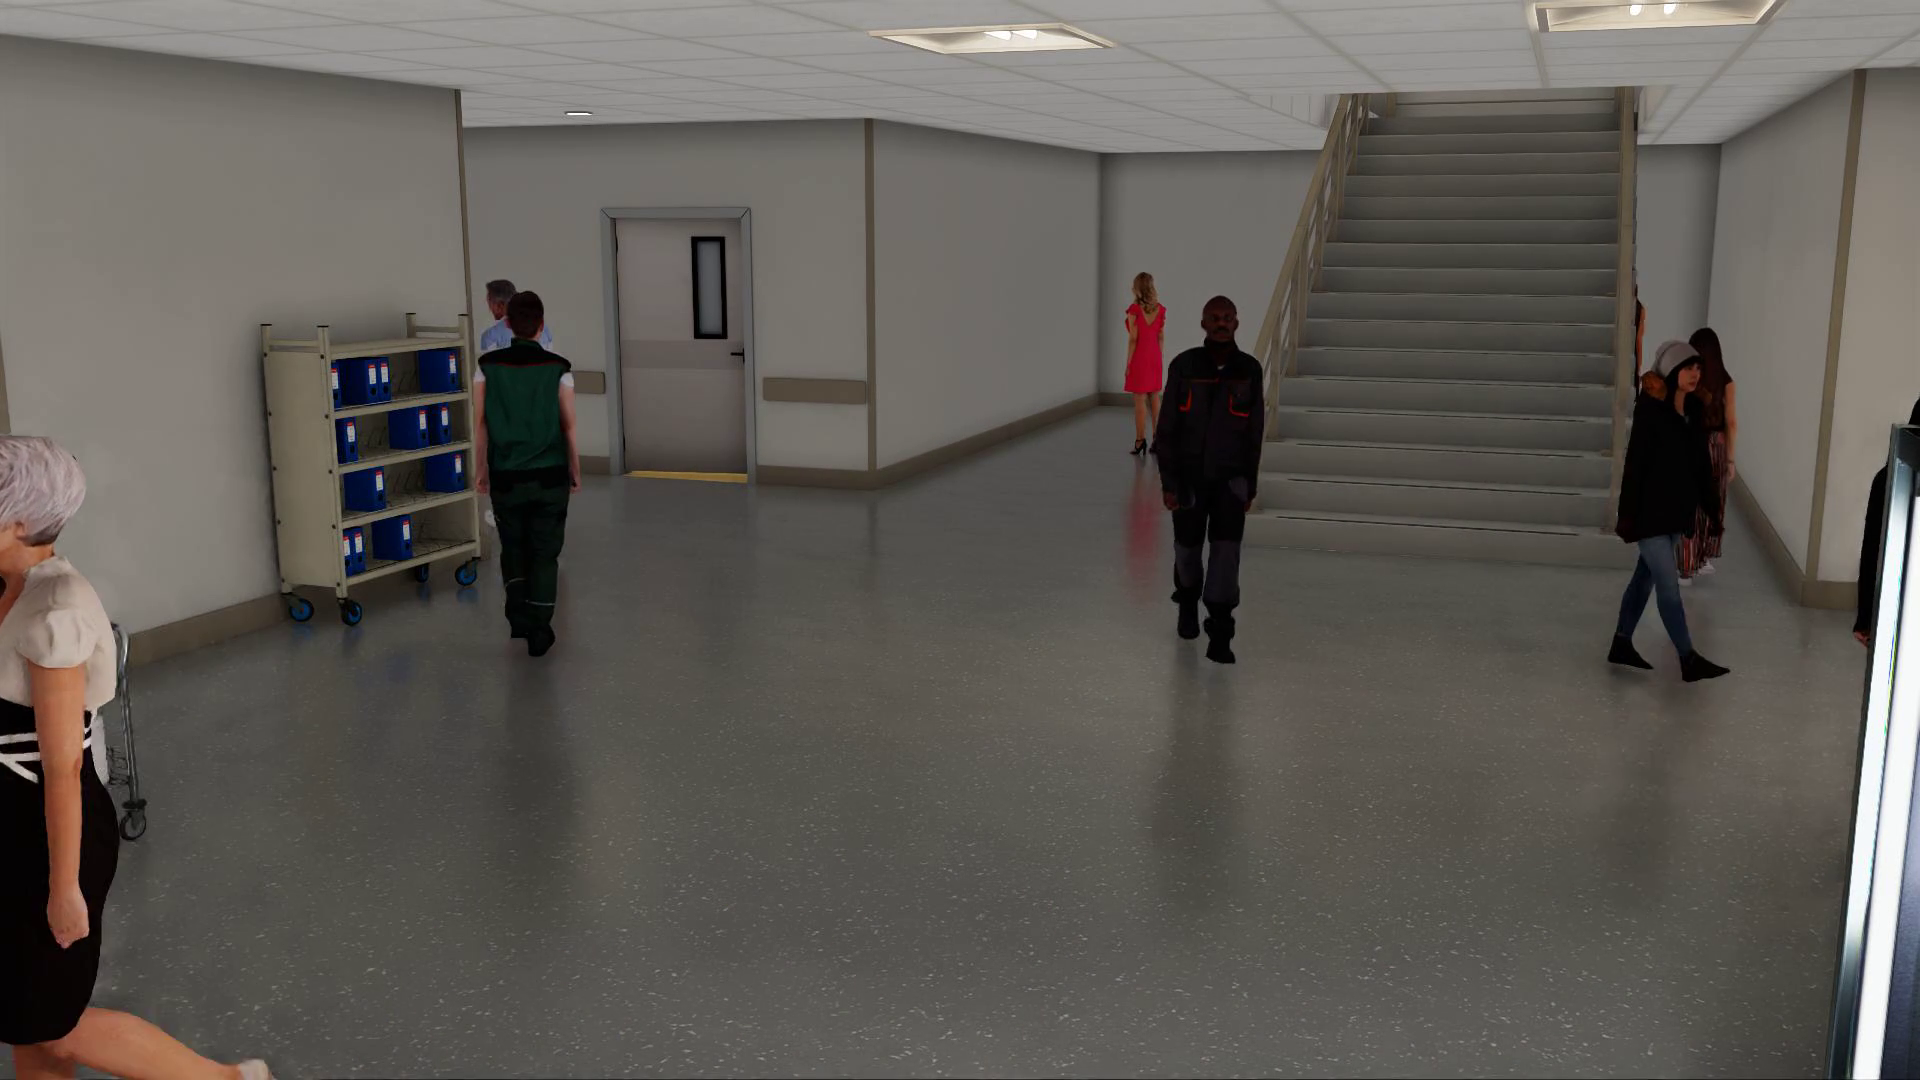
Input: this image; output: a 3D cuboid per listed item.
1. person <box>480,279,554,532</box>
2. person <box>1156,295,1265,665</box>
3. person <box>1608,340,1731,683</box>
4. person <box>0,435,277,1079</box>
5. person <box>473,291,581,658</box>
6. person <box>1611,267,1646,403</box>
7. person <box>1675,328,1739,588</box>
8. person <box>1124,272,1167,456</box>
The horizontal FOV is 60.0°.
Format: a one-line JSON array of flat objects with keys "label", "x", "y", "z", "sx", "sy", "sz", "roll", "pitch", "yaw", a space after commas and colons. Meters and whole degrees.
[{"label": "person", "x": -2.829, "y": -0.789, "z": 10.969, "sx": 1.180, "sy": 1.776, "sz": 1.139, "roll": -8, "pitch": 13, "yaw": -36}, {"label": "person", "x": 1.243, "y": -0.316, "z": 8.441, "sx": 0.901, "sy": 1.789, "sz": 1.332, "roll": 1, "pitch": 11, "yaw": 5}, {"label": "person", "x": 3.311, "y": -0.144, "z": 8.014, "sx": 0.991, "sy": 1.610, "sz": 1.016, "roll": -6, "pitch": 13, "yaw": -31}, {"label": "person", "x": -1.796, "y": 0.654, "z": 3.464, "sx": 1.012, "sy": 1.739, "sz": 0.920, "roll": -6, "pitch": 12, "yaw": -31}, {"label": "person", "x": -2.175, "y": -0.310, "z": 8.316, "sx": 0.777, "sy": 1.824, "sz": 0.796, "roll": -1, "pitch": 11, "yaw": -4}, {"label": "person", "x": 5.367, "y": -1.294, "z": 13.502, "sx": 0.757, "sy": 1.823, "sz": 0.845, "roll": -1, "pitch": 11, "yaw": -6}, {"label": "person", "x": 4.434, "y": -0.490, "z": 9.997, "sx": 0.620, "sy": 1.550, "sz": 0.681, "roll": 5, "pitch": 12, "yaw": 27}, {"label": "person", "x": 1.768, "y": -1.689, "z": 15.841, "sx": 0.659, "sy": 1.727, "sz": 0.725, "roll": -6, "pitch": 12, "yaw": -27}]
